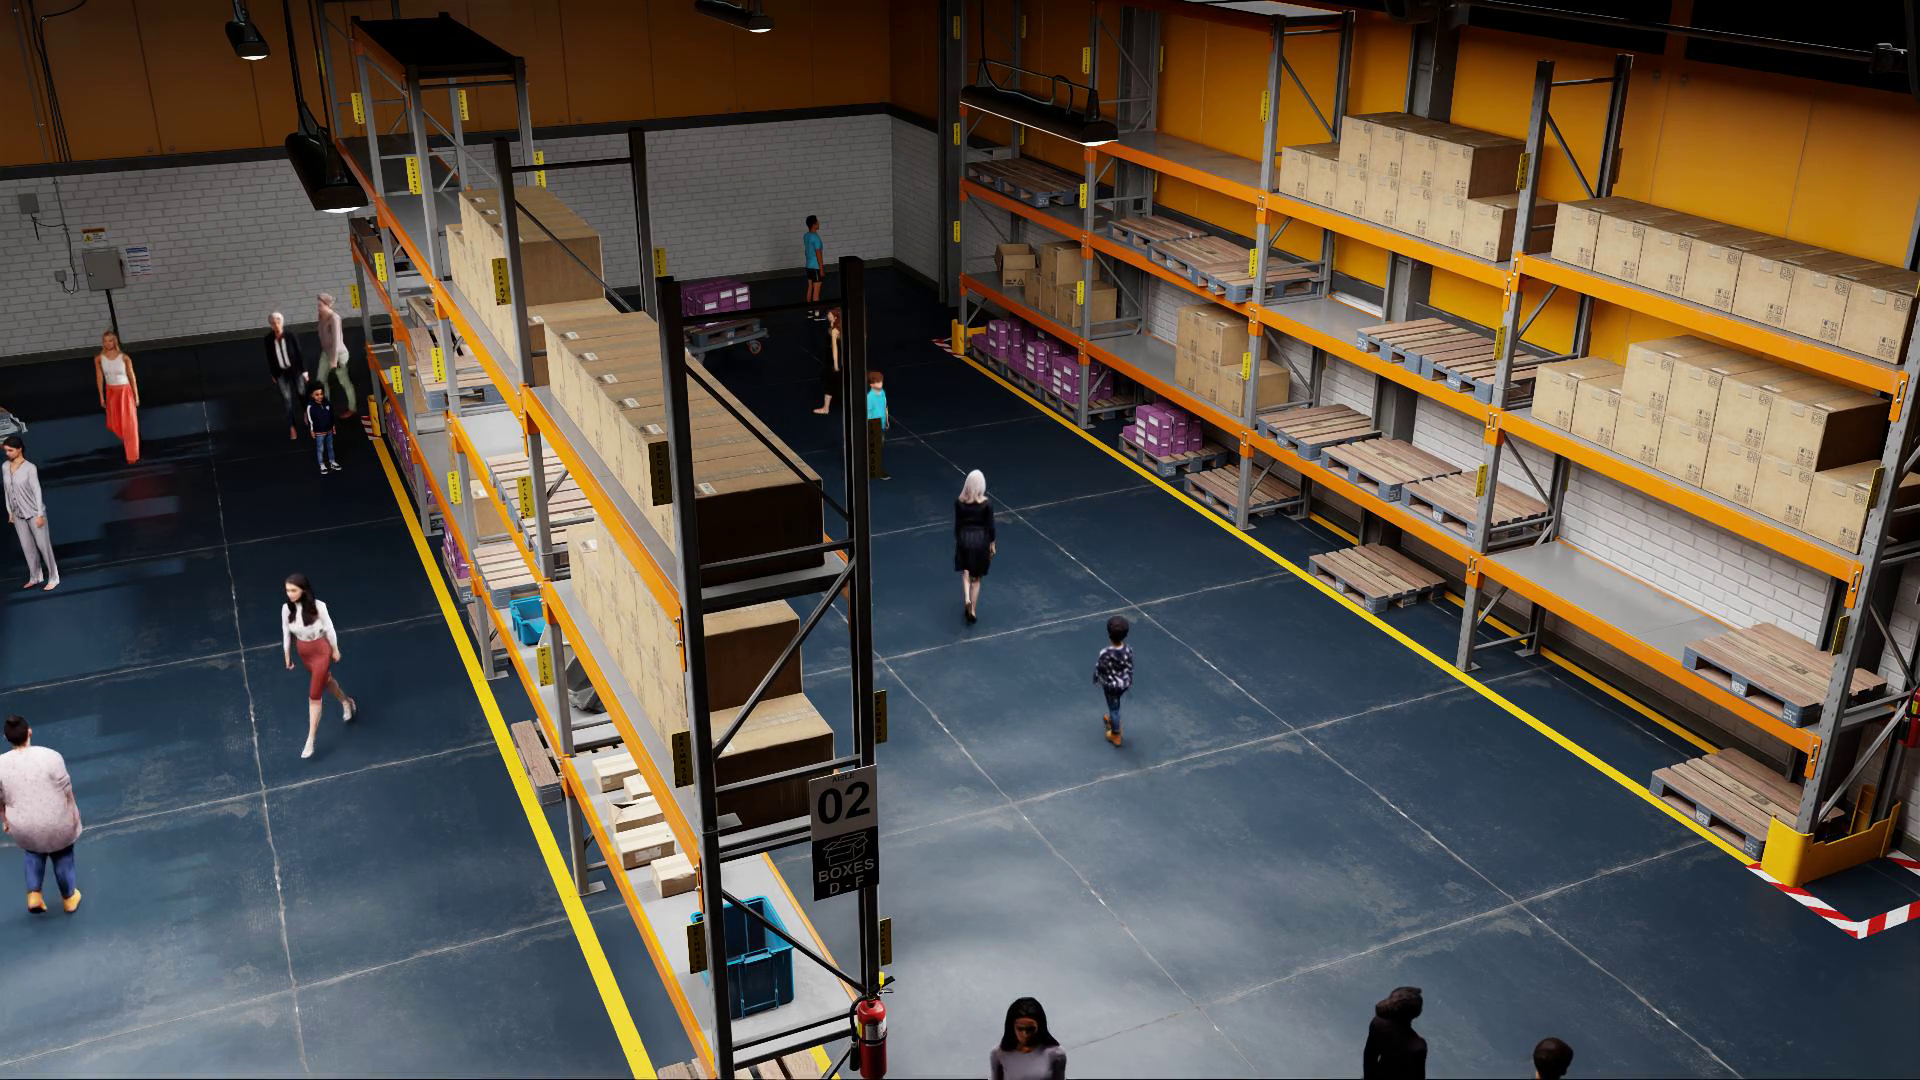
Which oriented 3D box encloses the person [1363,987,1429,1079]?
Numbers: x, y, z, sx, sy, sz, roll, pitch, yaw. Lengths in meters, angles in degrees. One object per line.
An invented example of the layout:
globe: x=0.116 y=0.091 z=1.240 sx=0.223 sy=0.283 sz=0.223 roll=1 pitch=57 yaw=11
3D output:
person: x=2.631 y=3.393 z=10.091 sx=0.693 sy=1.640 sz=0.607 roll=-17 pitch=29 yaw=-34

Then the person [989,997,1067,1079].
person: x=0.419 y=3.408 z=9.955 sx=0.785 sy=1.722 sz=0.828 roll=3 pitch=24 yaw=7

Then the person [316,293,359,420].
person: x=-8.773 y=-2.611 z=23.569 sx=0.943 sy=1.846 sz=0.944 roll=20 pitch=30 yaw=38

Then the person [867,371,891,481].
person: x=-1.149 y=-1.510 z=21.571 sx=0.940 sy=1.429 sz=0.791 roll=15 pitch=28 yaw=30

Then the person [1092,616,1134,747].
person: x=1.451 y=1.321 z=15.340 sx=0.500 sy=1.233 sz=0.686 roll=-10 pitch=26 yaw=-22

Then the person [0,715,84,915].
person: x=-7.110 y=2.168 z=12.783 sx=0.784 sy=1.728 sz=0.840 roll=-4 pitch=24 yaw=-9

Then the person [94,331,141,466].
person: x=-11.103 y=-1.911 z=22.034 sx=0.747 sy=1.794 sz=0.891 roll=-4 pitch=24 yaw=-10

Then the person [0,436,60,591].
person: x=-10.307 y=-0.313 z=18.401 sx=0.679 sy=1.775 sz=0.712 roll=4 pitch=24 yaw=9

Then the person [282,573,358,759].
person: x=-5.897 y=1.073 z=15.328 sx=1.042 sy=1.697 sz=1.189 roll=5 pitch=24 yaw=11

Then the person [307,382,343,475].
person: x=-8.345 y=-1.486 z=21.777 sx=0.588 sy=1.219 sz=0.579 roll=21 pitch=31 yaw=40

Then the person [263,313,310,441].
person: x=-9.212 y=-2.330 z=22.986 sx=0.870 sy=1.738 sz=1.155 roll=-6 pitch=24 yaw=-14

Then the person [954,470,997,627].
person: x=0.124 y=0.117 z=17.463 sx=0.779 sy=1.738 sz=0.831 roll=4 pitch=24 yaw=10

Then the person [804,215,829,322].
person: x=-2.487 y=-4.637 z=28.289 sx=0.702 sy=1.777 sz=0.499 roll=-14 pitch=27 yaw=-30
